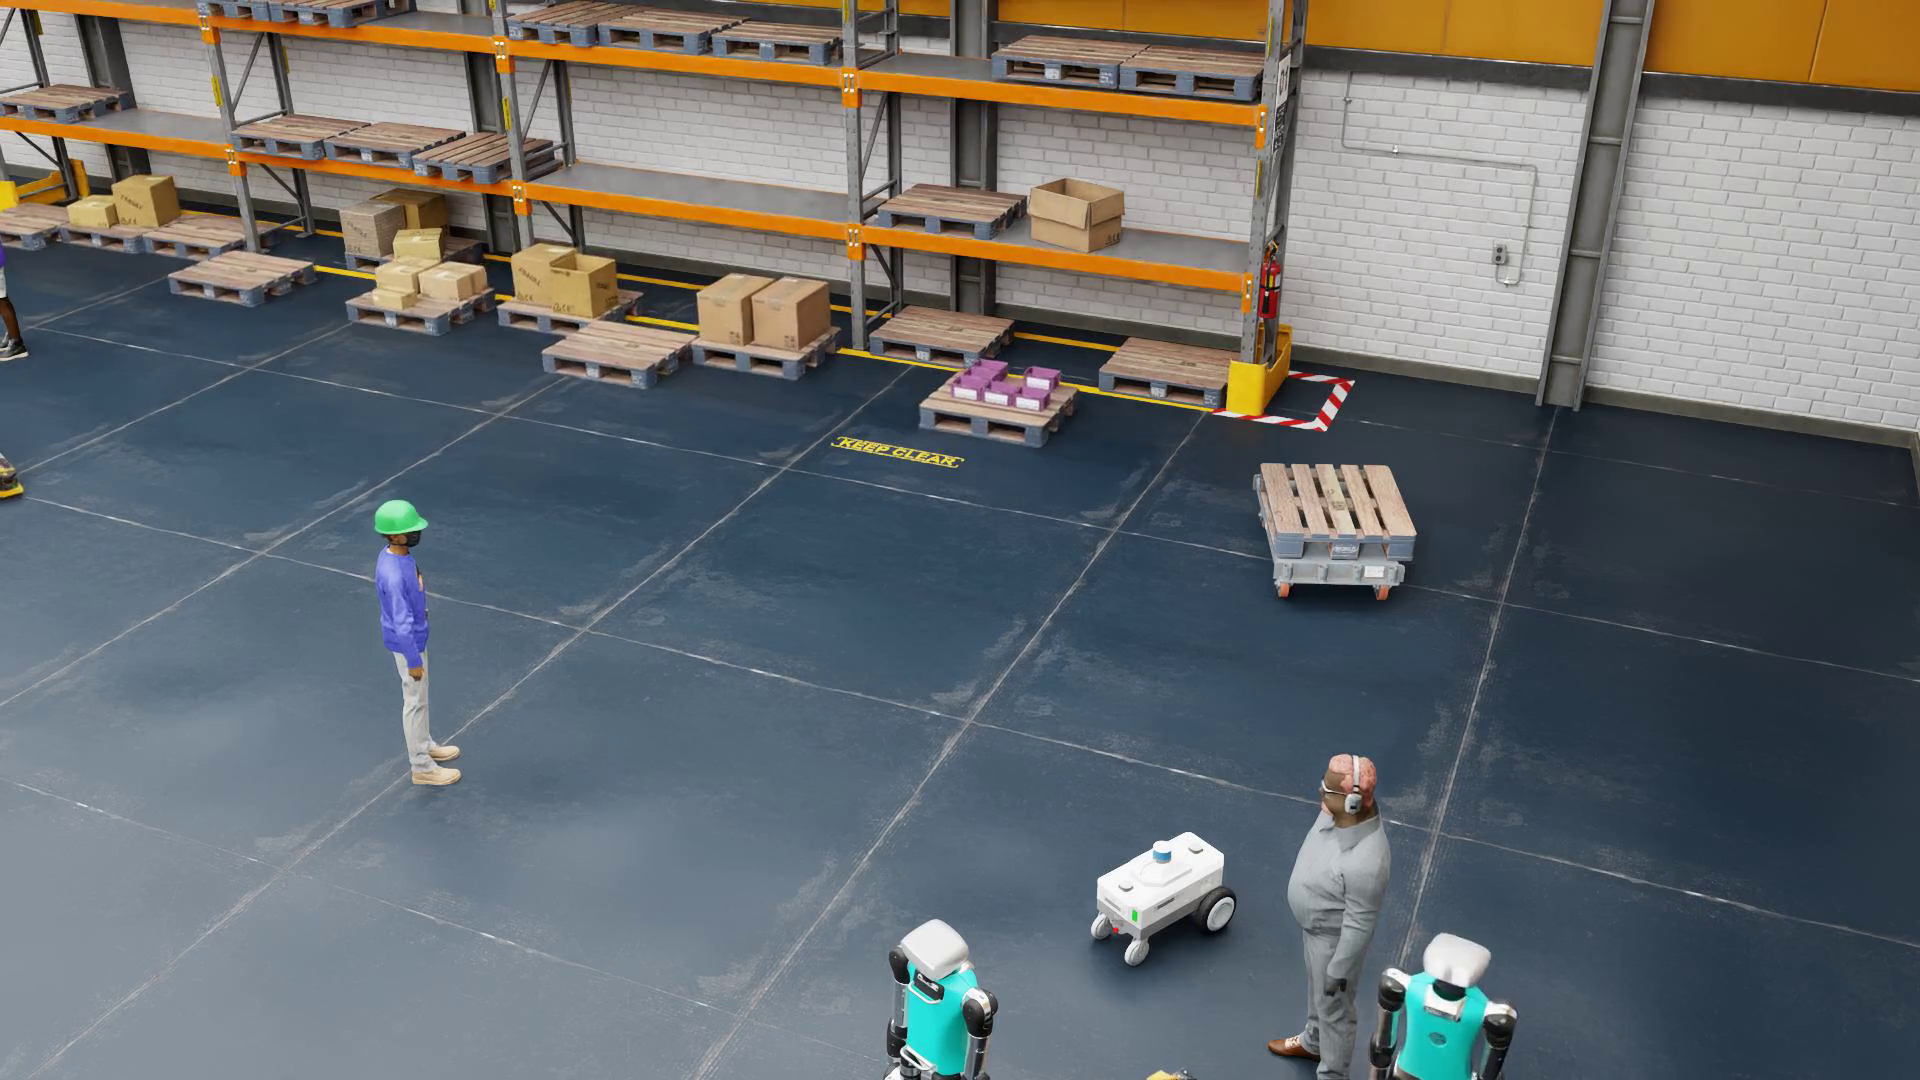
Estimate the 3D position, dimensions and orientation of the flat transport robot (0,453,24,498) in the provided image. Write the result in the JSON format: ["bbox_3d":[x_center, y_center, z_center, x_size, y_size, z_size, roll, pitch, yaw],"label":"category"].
[{"bbox_3d":[-8.513,-0.606,14.106,0.659,0.231,1.431,-22,35,-36],"label":"flat transport robot"}]

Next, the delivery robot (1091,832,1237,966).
[{"bbox_3d":[1.079,1.883,8.954,0.774,0.581,0.499,-20,33,-33],"label":"delivery robot"}]

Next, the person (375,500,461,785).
[{"bbox_3d":[-3.275,0.607,10.009,0.357,1.871,0.469,-7,28,-13],"label":"person"}]

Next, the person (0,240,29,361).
[{"bbox_3d":[-9.616,-2.746,16.407,0.362,1.963,0.612,-14,31,-26],"label":"person"}]

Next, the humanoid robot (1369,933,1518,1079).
[{"bbox_3d":[1.996,2.252,6.931,0.532,1.749,0.706,13,30,24],"label":"humanoid robot"}]

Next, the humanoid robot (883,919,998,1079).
[{"bbox_3d":[-0.242,2.344,6.640,0.735,1.677,0.533,-24,36,-38],"label":"humanoid robot"}]

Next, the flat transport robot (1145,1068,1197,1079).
[{"bbox_3d":[1.140,2.889,7.329,0.659,0.231,1.431,-19,33,-32],"label":"flat transport robot"}]

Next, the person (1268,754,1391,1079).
[{"bbox_3d":[1.702,1.797,7.662,0.414,1.908,0.641,0,27,1],"label":"person"}]
